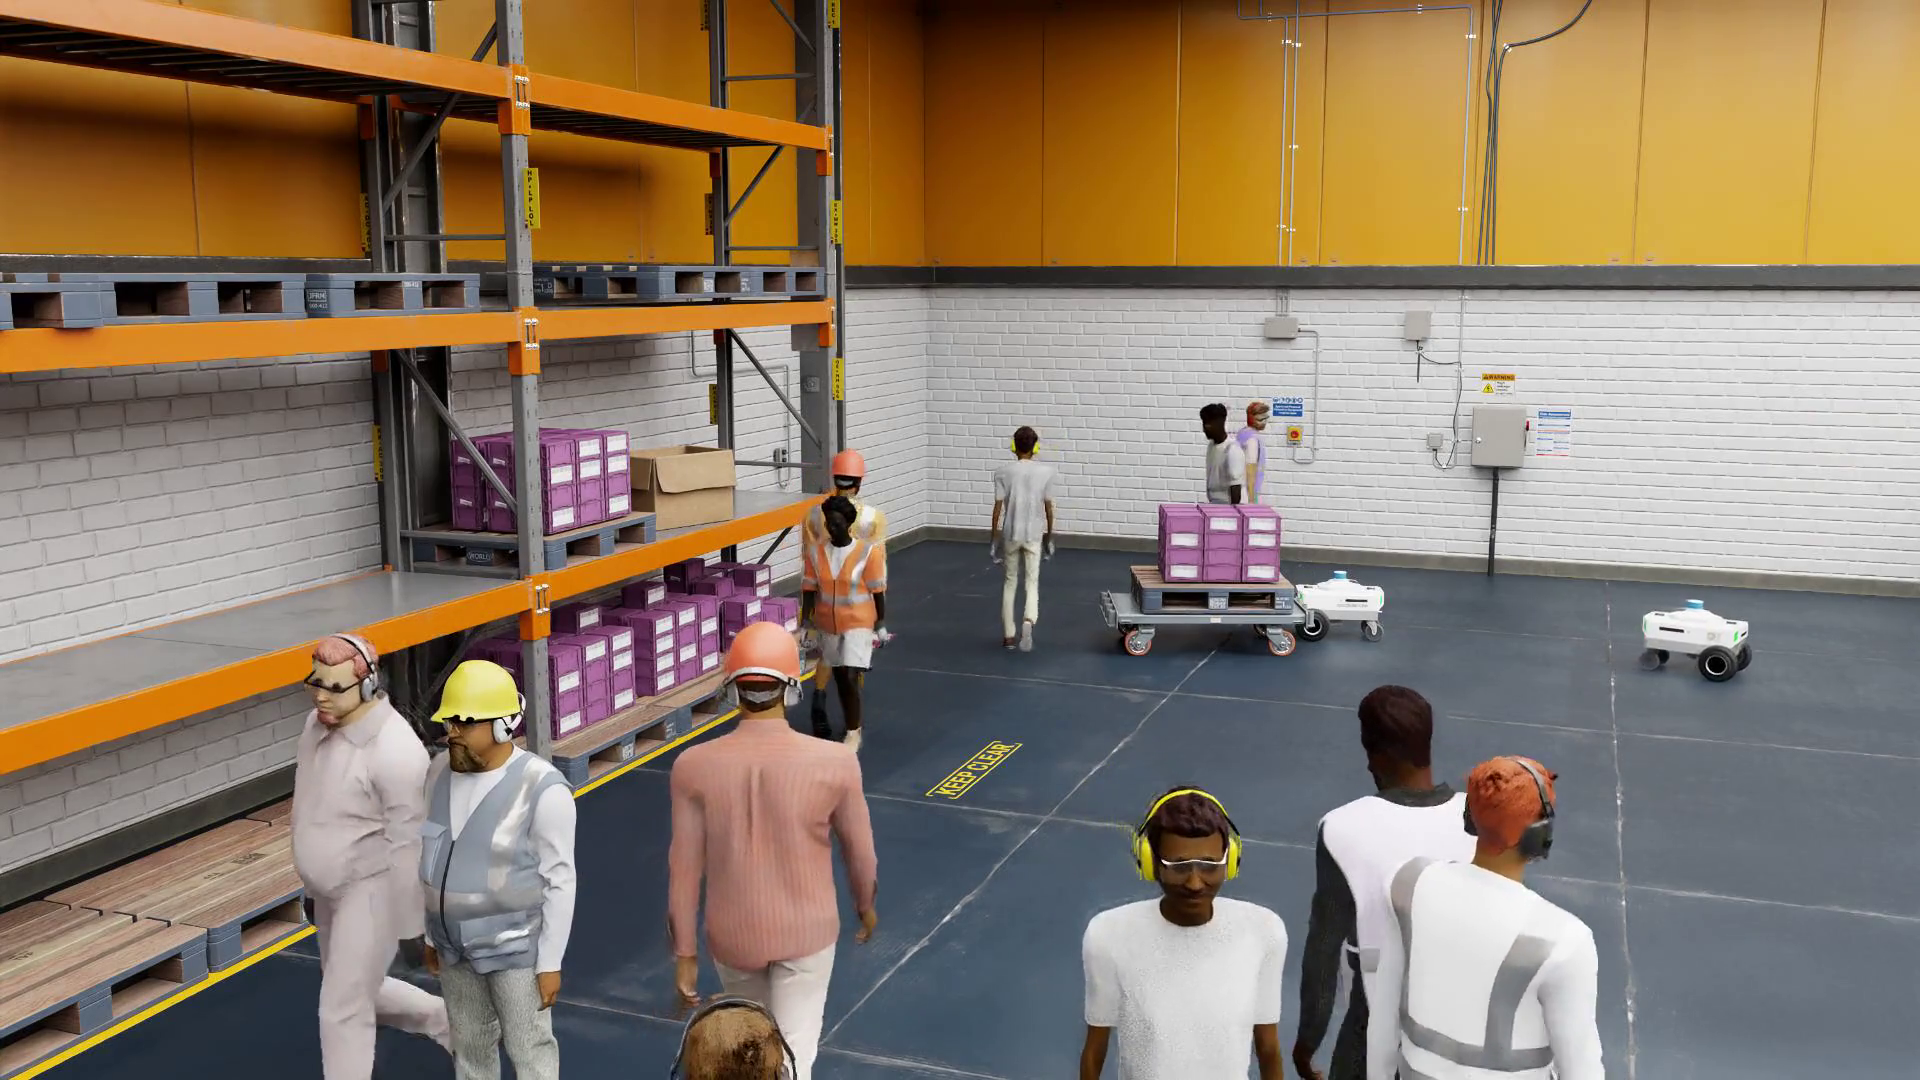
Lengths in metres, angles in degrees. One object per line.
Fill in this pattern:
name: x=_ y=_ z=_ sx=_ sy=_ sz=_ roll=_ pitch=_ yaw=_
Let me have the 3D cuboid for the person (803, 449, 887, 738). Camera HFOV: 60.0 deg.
person: x=-0.760 y=0.377 z=10.765 sx=0.552 sy=1.912 sz=0.667 roll=2 pitch=9 yaw=11

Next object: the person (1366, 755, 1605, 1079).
person: x=1.326 y=1.444 z=4.173 sx=0.449 sy=1.867 sz=0.606 roll=-7 pitch=11 yaw=-37

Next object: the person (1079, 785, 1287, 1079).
person: x=0.544 y=1.476 z=4.049 sx=0.508 sy=1.857 sz=0.459 roll=-1 pitch=9 yaw=-8

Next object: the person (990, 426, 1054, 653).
person: x=0.500 y=0.009 z=13.340 sx=0.536 sy=1.833 sz=0.675 roll=1 pitch=9 yaw=3

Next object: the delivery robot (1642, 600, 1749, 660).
delivery robot: x=5.594 y=0.701 z=12.671 sx=0.707 sy=0.478 sz=0.477 roll=7 pitch=11 yaw=37

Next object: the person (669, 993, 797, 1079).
person: x=-0.387 y=1.685 z=2.958 sx=0.518 sy=1.788 sz=1.002 roll=-2 pitch=9 yaw=-11

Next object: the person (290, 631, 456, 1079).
person: x=-1.994 y=1.209 z=5.706 sx=0.757 sy=1.852 sz=0.646 roll=-8 pitch=12 yaw=-41

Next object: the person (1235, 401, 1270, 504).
person: x=2.768 y=-0.453 z=16.271 sx=0.483 sy=1.823 sz=0.724 roll=0 pitch=9 yaw=-1

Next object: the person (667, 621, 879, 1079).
person: x=-0.575 y=1.205 z=5.398 sx=0.619 sy=1.941 sz=1.029 roll=1 pitch=9 yaw=6

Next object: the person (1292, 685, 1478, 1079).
person: x=1.287 y=1.360 z=4.646 sx=0.663 sy=1.888 sz=0.569 roll=-3 pitch=10 yaw=-19

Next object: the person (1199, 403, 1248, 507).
person: x=2.467 y=-0.315 z=15.170 sx=0.994 sy=1.903 sz=0.645 roll=-3 pitch=10 yaw=-19

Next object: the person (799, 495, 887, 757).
person: x=-0.758 y=0.554 z=10.368 sx=0.546 sy=1.666 sz=0.648 roll=4 pitch=10 yaw=24

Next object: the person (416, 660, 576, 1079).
person: x=-1.508 y=1.279 z=5.330 sx=0.587 sy=1.835 sz=0.403 roll=5 pitch=10 yaw=27

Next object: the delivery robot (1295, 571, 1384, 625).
delivery robot: x=3.175 y=0.503 z=13.916 sx=0.707 sy=0.478 sz=0.477 roll=1 pitch=9 yaw=7
